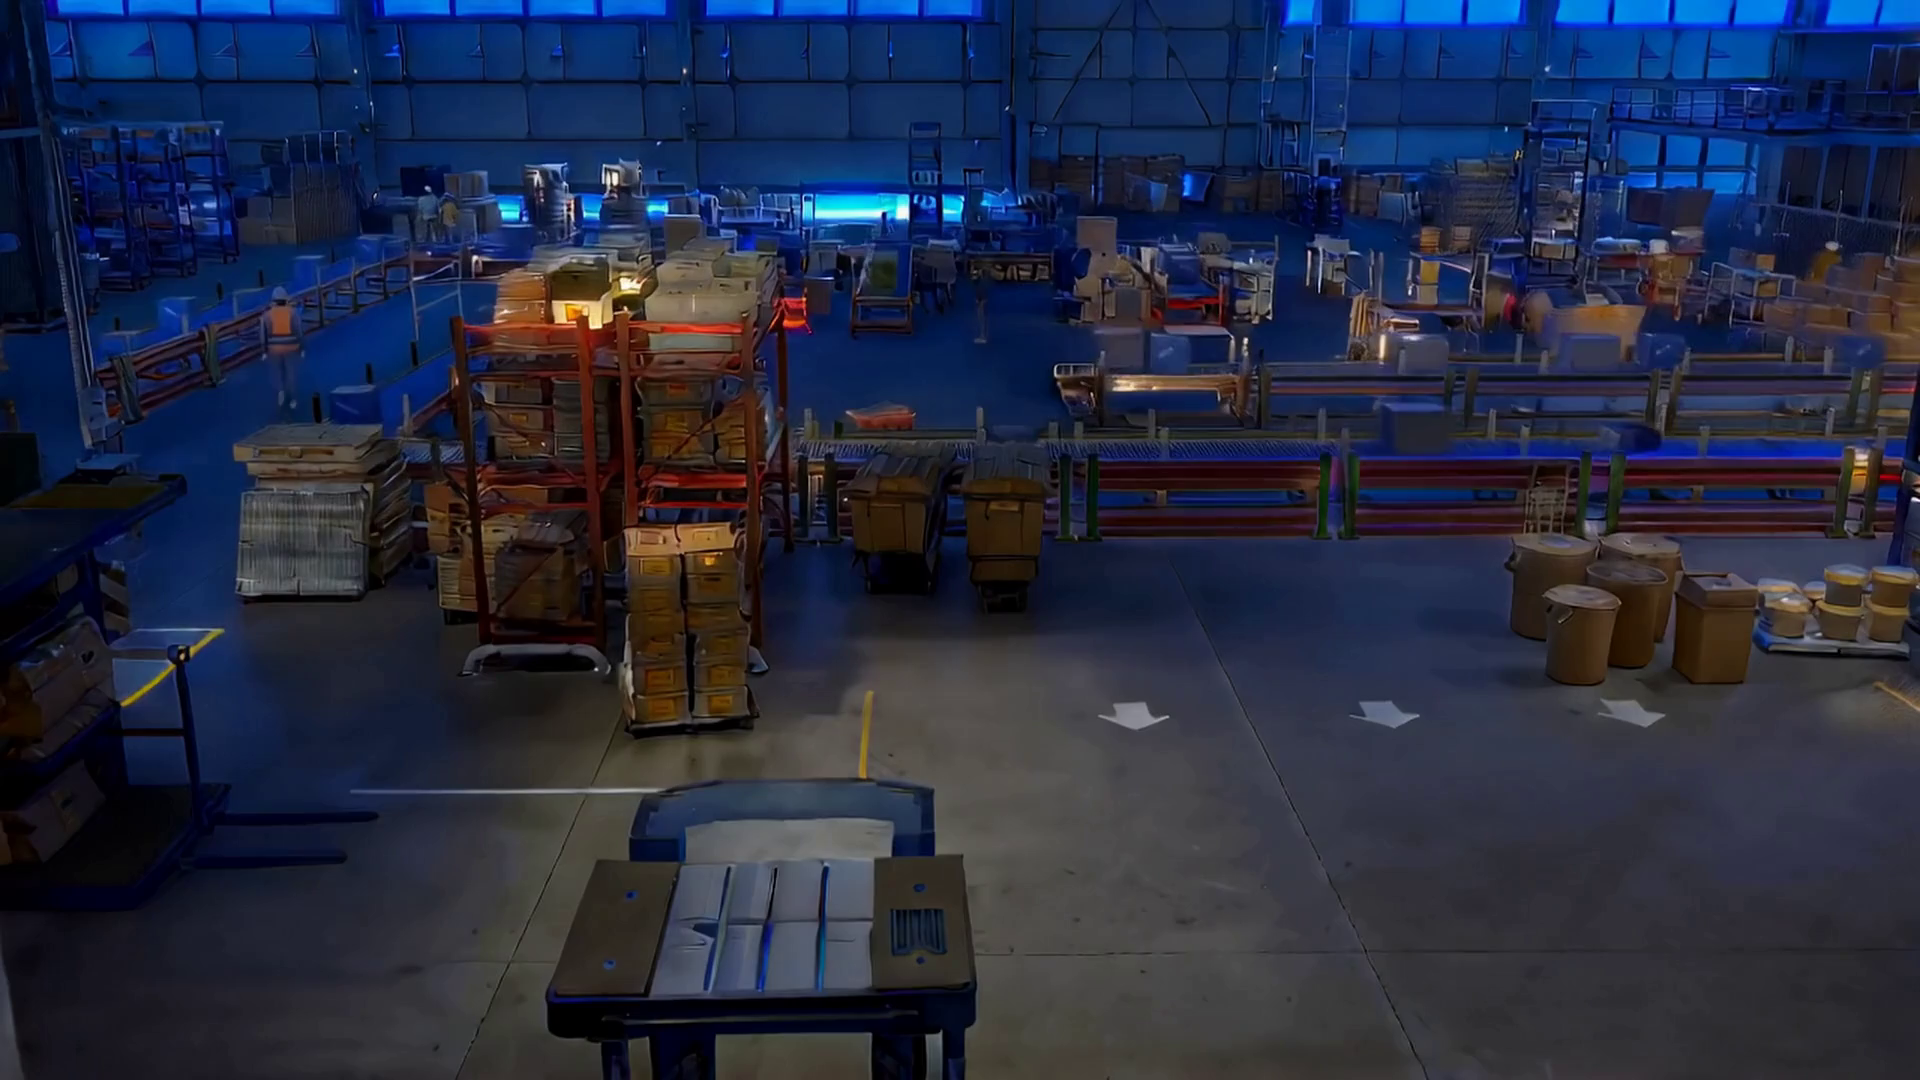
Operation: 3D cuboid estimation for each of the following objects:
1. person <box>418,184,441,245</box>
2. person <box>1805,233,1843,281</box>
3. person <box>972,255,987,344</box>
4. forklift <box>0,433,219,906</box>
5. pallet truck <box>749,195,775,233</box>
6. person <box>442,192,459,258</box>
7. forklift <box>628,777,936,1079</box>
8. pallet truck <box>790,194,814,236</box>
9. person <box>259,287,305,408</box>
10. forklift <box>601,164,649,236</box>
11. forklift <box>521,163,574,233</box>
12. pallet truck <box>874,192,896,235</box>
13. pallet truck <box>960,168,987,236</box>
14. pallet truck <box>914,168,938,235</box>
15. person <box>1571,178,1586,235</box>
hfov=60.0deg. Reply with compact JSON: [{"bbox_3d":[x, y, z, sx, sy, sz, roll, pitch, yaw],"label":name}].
[{"bbox_3d":[-14.530,-8.823,45.592,0.570,1.840,0.373,-6,17,-20],"label":"person"},{"bbox_3d":[16.541,-4.906,31.866,0.624,1.904,0.685,13,21,39],"label":"person"},{"bbox_3d":[0.360,-4.454,30.797,0.282,1.625,0.495,0,16,-1],"label":"person"},{"bbox_3d":[-5.952,0.780,10.366,1.873,2.768,1.129,0,16,-1],"label":"forklift"},{"bbox_3d":[-6.051,-9.967,50.660,0.680,1.201,1.601,0,16,-1],"label":"pallet truck"},{"bbox_3d":[-13.512,-8.371,44.203,0.533,1.746,0.381,10,19,32],"label":"person"},{"bbox_3d":[-0.542,2.165,5.552,1.129,2.768,1.873,-1,16,-2],"label":"forklift"},{"bbox_3d":[-4.814,-9.883,50.259,0.704,1.261,1.522,-1,16,-3],"label":"pallet truck"},{"bbox_3d":[-10.181,-2.895,25.035,0.616,1.813,0.442,-5,17,-17],"label":"person"},{"bbox_3d":[-9.948,-10.127,49.296,1.157,1.987,2.680,-1,16,-3],"label":"forklift"},{"bbox_3d":[-12.233,-10.122,49.298,1.157,1.987,2.680,0,16,-1],"label":"forklift"},{"bbox_3d":[-2.277,-9.986,50.594,0.653,1.274,1.630,0,16,-1],"label":"pallet truck"},{"bbox_3d":[0.383,-10.230,50.206,0.823,1.965,1.885,-1,16,-3],"label":"pallet truck"},{"bbox_3d":[-0.989,-10.316,50.507,0.823,1.965,1.885,1,16,3],"label":"pallet truck"},{"bbox_3d":[18.489,-9.948,49.710,0.470,1.725,0.508,0,16,1],"label":"person"}]
